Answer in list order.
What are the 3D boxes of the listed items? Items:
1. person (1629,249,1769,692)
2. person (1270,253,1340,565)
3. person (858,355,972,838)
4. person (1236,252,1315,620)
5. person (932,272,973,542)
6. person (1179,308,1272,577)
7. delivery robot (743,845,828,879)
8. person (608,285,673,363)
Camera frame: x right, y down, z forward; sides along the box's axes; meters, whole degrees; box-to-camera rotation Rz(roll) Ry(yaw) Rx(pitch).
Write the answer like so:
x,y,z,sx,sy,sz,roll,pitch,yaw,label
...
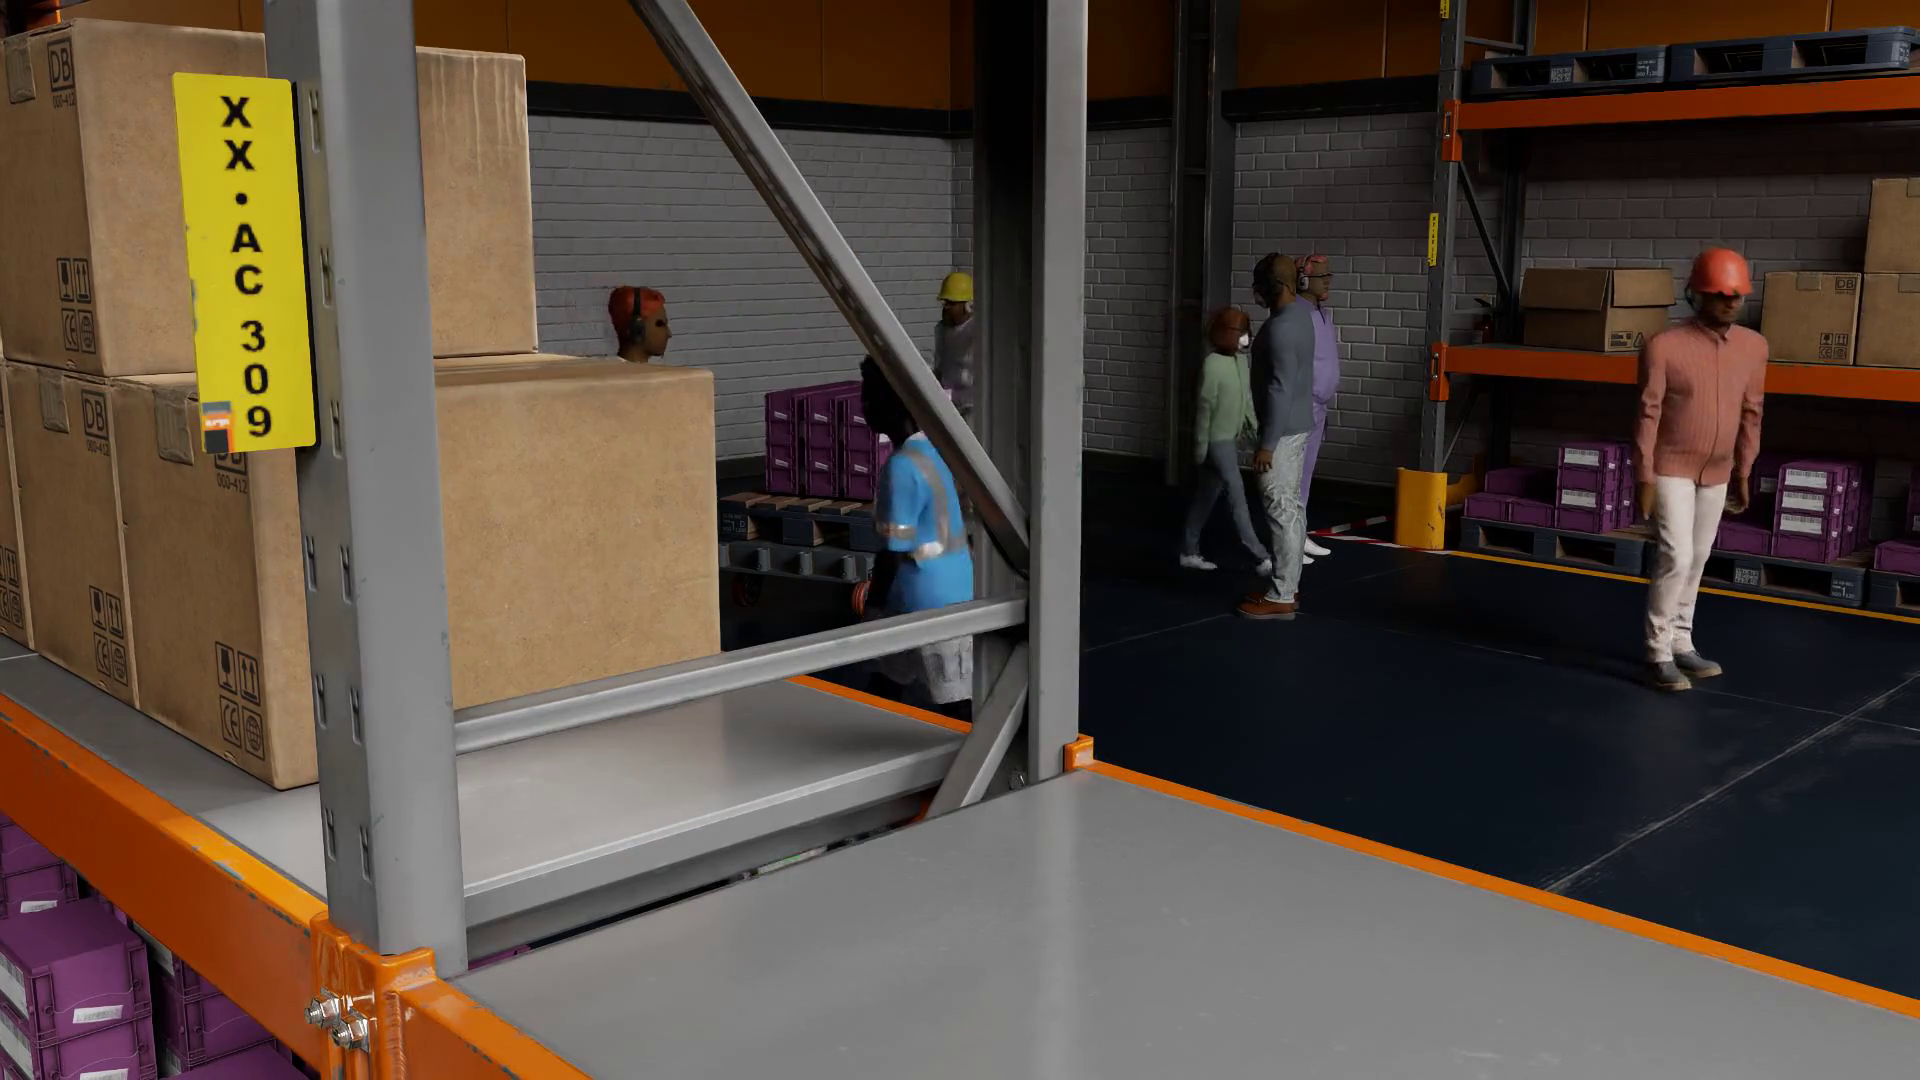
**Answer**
x,y,z,sx,sy,sz,roll,pitch,yaw,label
3.263,-0.292,7.381,0.615,1.961,0.579,-3,11,-14,person
2.150,-0.814,10.346,0.405,1.911,0.636,6,12,30,person
-0.195,0.226,5.335,0.744,1.660,0.546,0,10,2,person
1.681,-0.543,8.800,0.371,1.934,0.627,4,11,20,person
0.105,-0.876,11.023,0.670,1.793,0.615,-6,12,-31,person
1.654,-0.570,9.876,0.830,1.594,0.504,6,12,31,person
-0.698,0.778,5.102,0.477,0.478,0.707,-8,13,-38,delivery robot
-1.308,-0.072,6.535,0.999,1.838,0.590,-1,10,-5,person
